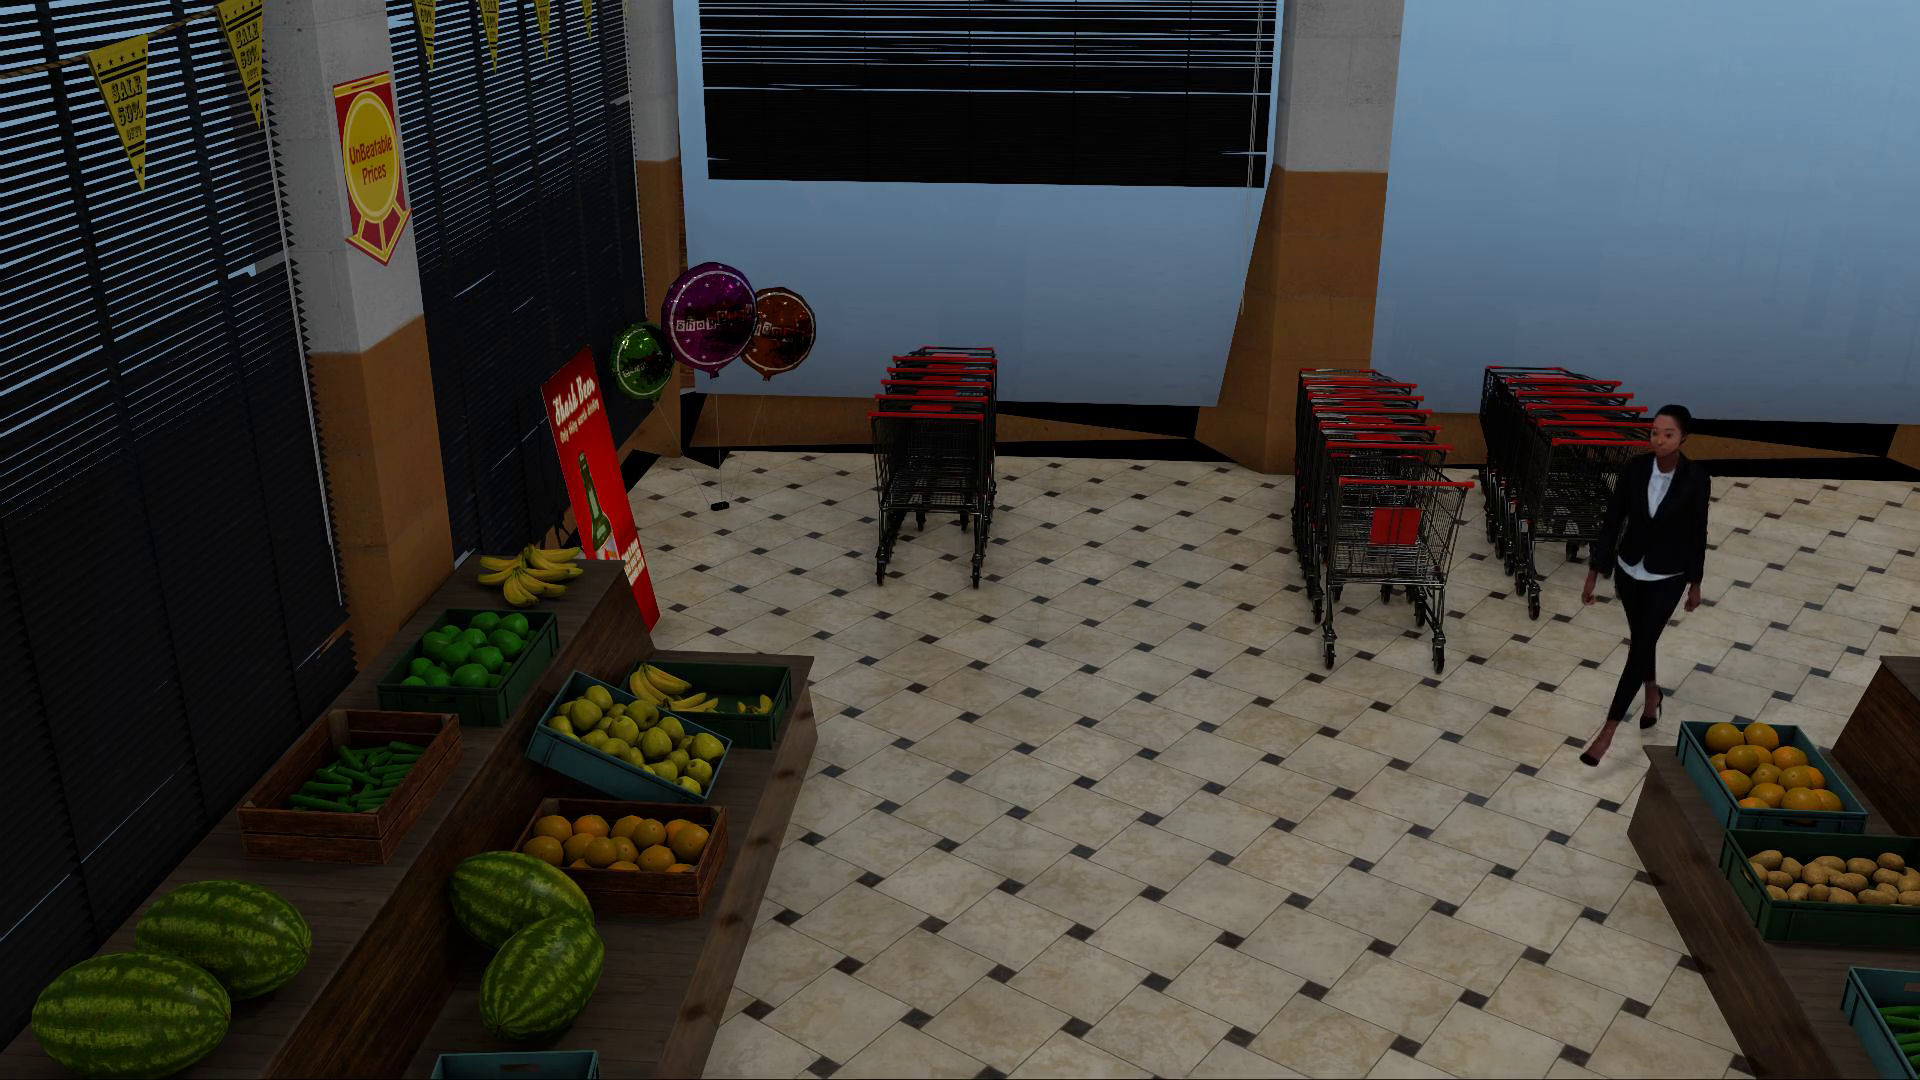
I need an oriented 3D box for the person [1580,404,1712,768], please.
[{"bbox_3d":[3.434,0.211,8.211,1.077,1.779,1.200,20,29,40],"label":"person"}]
